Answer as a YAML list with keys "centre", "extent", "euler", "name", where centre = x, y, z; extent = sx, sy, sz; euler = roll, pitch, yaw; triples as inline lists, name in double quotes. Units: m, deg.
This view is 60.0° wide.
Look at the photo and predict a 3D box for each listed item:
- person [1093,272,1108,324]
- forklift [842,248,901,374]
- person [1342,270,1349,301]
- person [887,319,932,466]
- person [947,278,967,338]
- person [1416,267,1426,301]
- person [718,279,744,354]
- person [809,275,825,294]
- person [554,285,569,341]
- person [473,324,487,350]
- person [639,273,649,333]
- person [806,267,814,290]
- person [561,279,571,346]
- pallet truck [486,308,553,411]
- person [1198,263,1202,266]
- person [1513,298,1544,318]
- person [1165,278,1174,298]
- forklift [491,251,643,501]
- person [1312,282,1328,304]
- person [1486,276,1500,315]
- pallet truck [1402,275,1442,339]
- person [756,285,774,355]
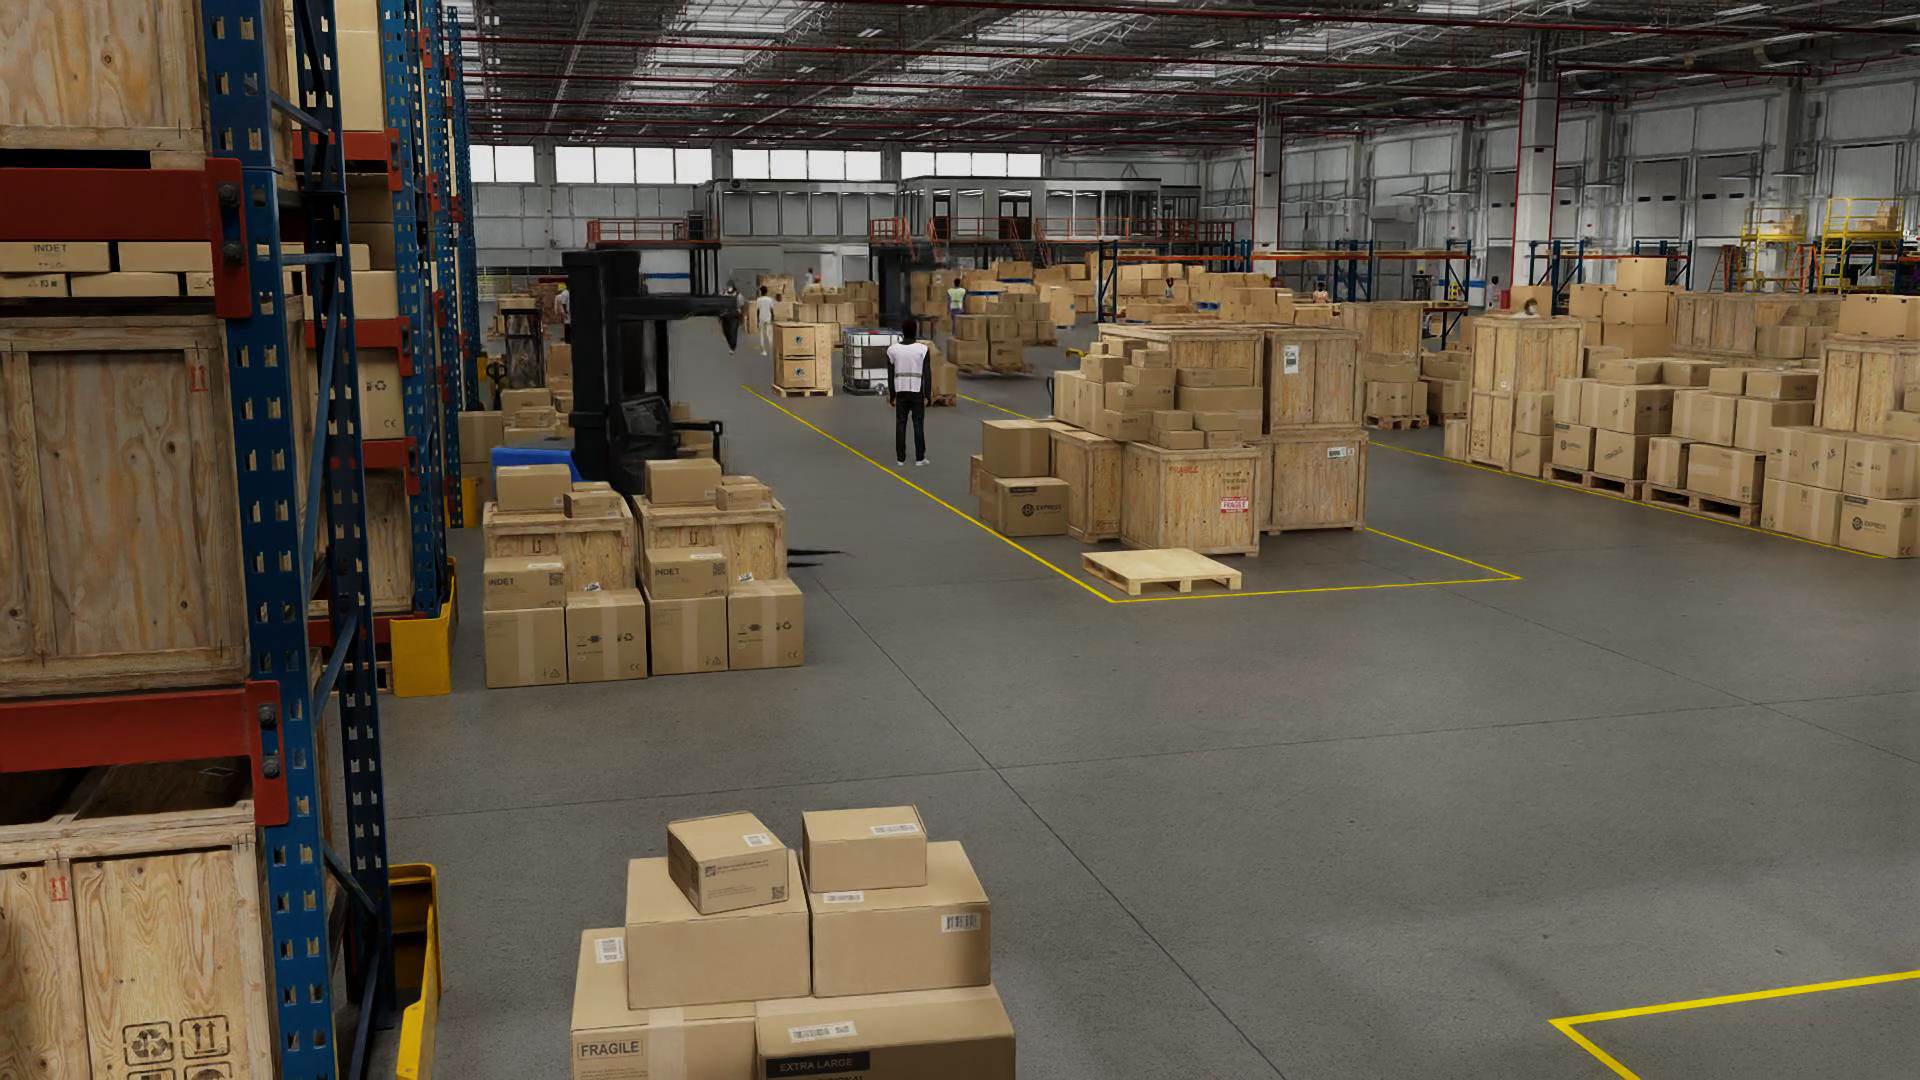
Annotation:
- centre: [5.200, -8.949, 61.513]
  extent: [0.372, 1.939, 0.629]
  euler: [-9, 14, -42]
  name: "person"
- centre: [-1.549, -4.903, 35.935]
  extent: [1.873, 2.768, 1.129]
  euler: [-3, 10, -15]
  name: "forklift"
- centre: [15.317, -9.657, 65.562]
  extent: [0.734, 1.929, 0.624]
  euler: [5, 11, 26]
  name: "person"
- centre: [-0.660, -1.926, 21.803]
  extent: [0.593, 1.920, 0.391]
  euler: [2, 10, 11]
  name: "person"
- centre: [-0.094, -7.230, 51.950]
  extent: [0.601, 1.892, 0.876]
  euler: [0, 10, 1]
  name: "person"
- centre: [20.959, -11.440, 75.650]
  extent: [0.381, 1.924, 0.594]
  euler: [-8, 13, -38]
  name: "person"
- centre: [-6.126, -6.009, 44.575]
  extent: [0.687, 2.000, 0.831]
  euler: [2, 10, 9]
  name: "person"
- centre: [-4.969, -8.255, 57.800]
  extent: [0.548, 1.876, 1.045]
  euler: [-2, 10, -13]
  name: "person"
- centre: [-12.028, -6.898, 50.537]
  extent: [0.520, 1.723, 0.887]
  euler: [2, 10, 11]
  name: "person"
- centre: [-13.436, -6.031, 45.771]
  extent: [0.552, 1.648, 0.843]
  euler: [5, 11, 28]
  name: "person"
- centre: [-10.504, -7.793, 54.834]
  extent: [0.401, 1.981, 0.624]
  euler: [9, 14, 42]
  name: "person"
- centre: [-7.439, -12.574, 82.363]
  extent: [0.979, 1.835, 0.583]
  euler: [-3, 10, -16]
  name: "person"
- centre: [-11.329, -6.613, 48.243]
  extent: [0.367, 1.959, 0.600]
  euler: [2, 10, 11]
  name: "person"
- centre: [-6.242, -2.418, 24.362]
  extent: [0.823, 1.965, 1.885]
  euler: [1, 10, 3]
  name: "pallet truck"
- centre: [13.037, -14.148, 90.825]
  extent: [0.610, 1.984, 0.399]
  euler: [-3, 11, -18]
  name: "person"
- centre: [10.529, -3.523, 30.831]
  extent: [0.664, 1.921, 0.471]
  euler: [-1, 10, -5]
  name: "person"
- centre: [6.745, -7.499, 53.491]
  extent: [0.315, 1.872, 0.533]
  euler: [2, 10, 11]
  name: "person"
- centre: [-3.172, -1.192, 14.925]
  extent: [1.873, 2.768, 1.129]
  euler: [2, 10, 13]
  name: "forklift"
- centre: [11.977, -7.741, 55.378]
  extent: [0.531, 1.688, 0.324]
  euler: [3, 11, 19]
  name: "person"
- centre: [18.851, -8.413, 58.808]
  extent: [0.430, 1.837, 0.620]
  euler: [10, 14, 43]
  name: "person"
- centre: [14.620, -7.324, 52.145]
  extent: [0.823, 1.965, 1.885]
  euler: [8, 13, 40]
  name: "pallet truck"
- centre: [-5.137, -5.795, 43.890]
  extent: [0.548, 1.852, 0.545]
  euler: [-6, 12, -31]
  name: "person"
